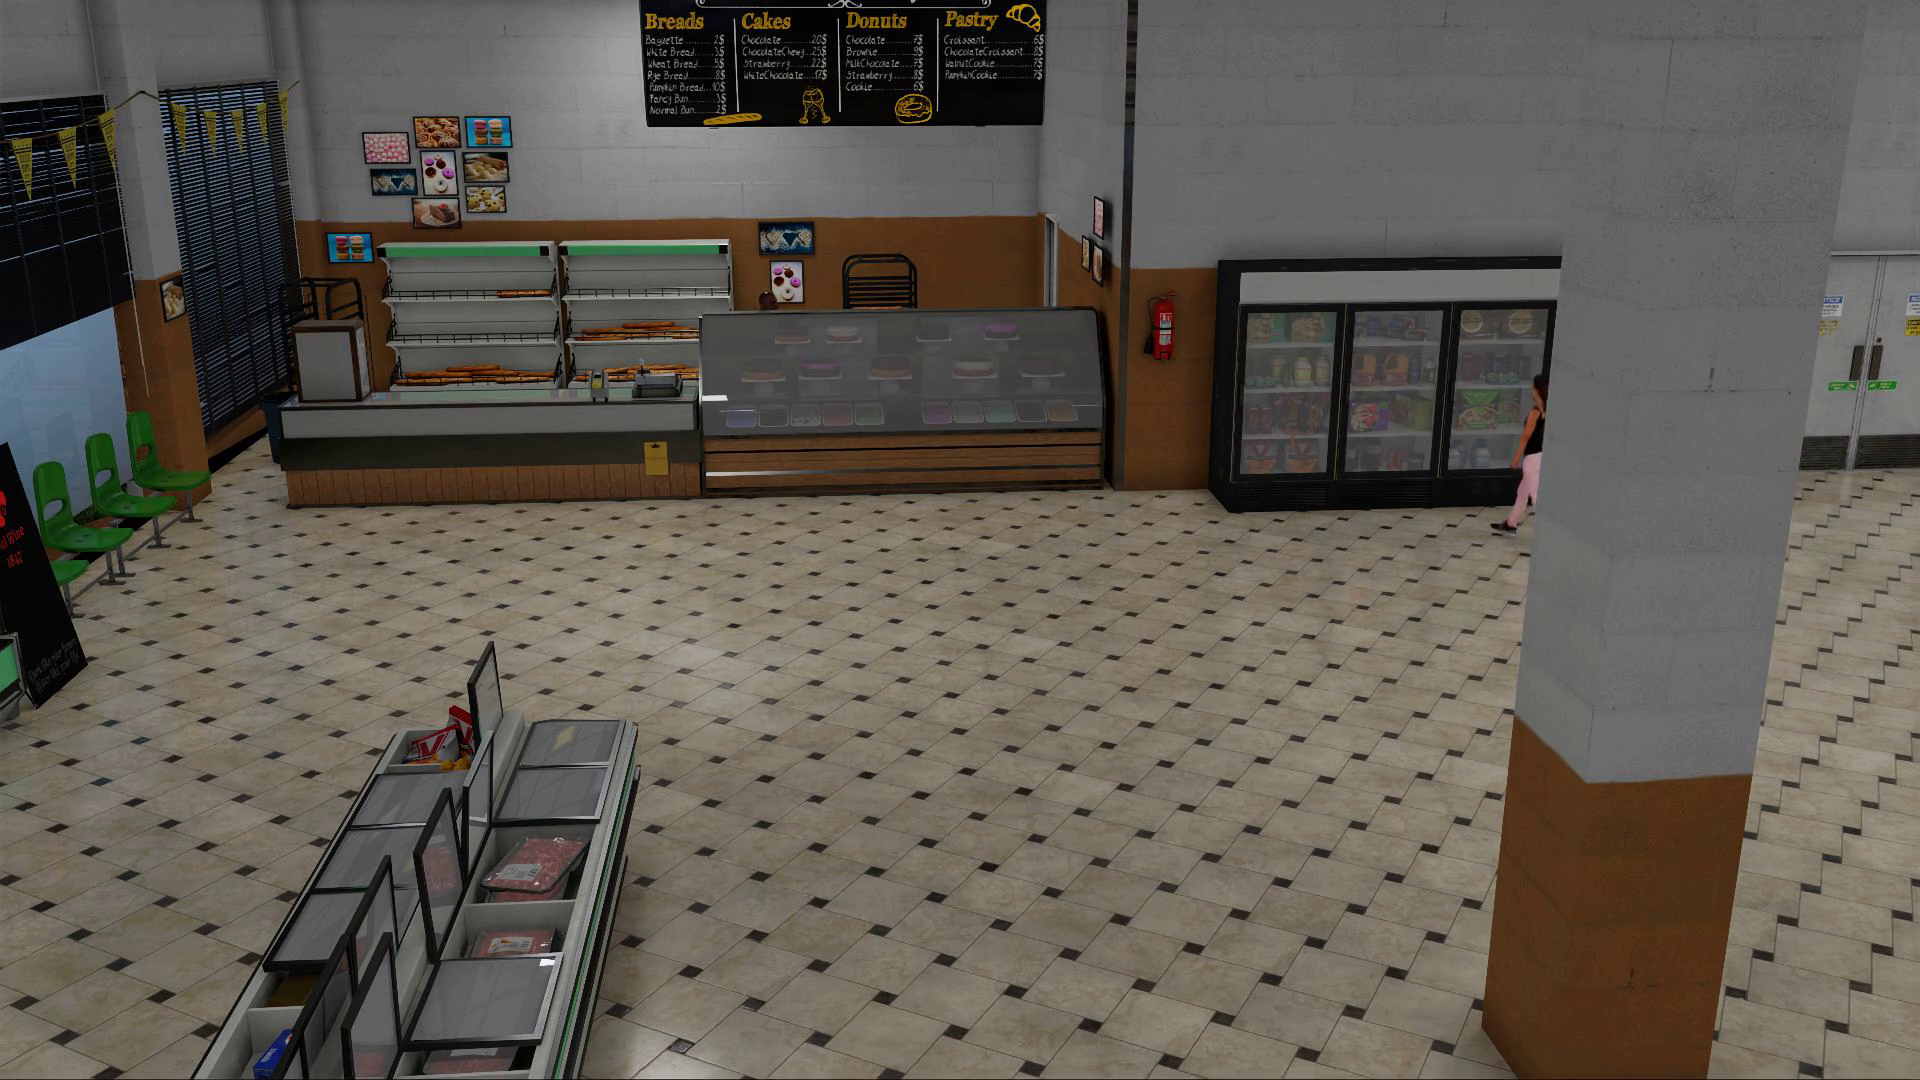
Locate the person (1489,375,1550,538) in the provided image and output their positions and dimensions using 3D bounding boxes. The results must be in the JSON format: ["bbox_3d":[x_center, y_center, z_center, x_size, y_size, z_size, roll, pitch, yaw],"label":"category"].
[{"bbox_3d":[5.125,-0.653,14.629,0.876,1.525,1.088,-11,20,-33],"label":"person"}]
